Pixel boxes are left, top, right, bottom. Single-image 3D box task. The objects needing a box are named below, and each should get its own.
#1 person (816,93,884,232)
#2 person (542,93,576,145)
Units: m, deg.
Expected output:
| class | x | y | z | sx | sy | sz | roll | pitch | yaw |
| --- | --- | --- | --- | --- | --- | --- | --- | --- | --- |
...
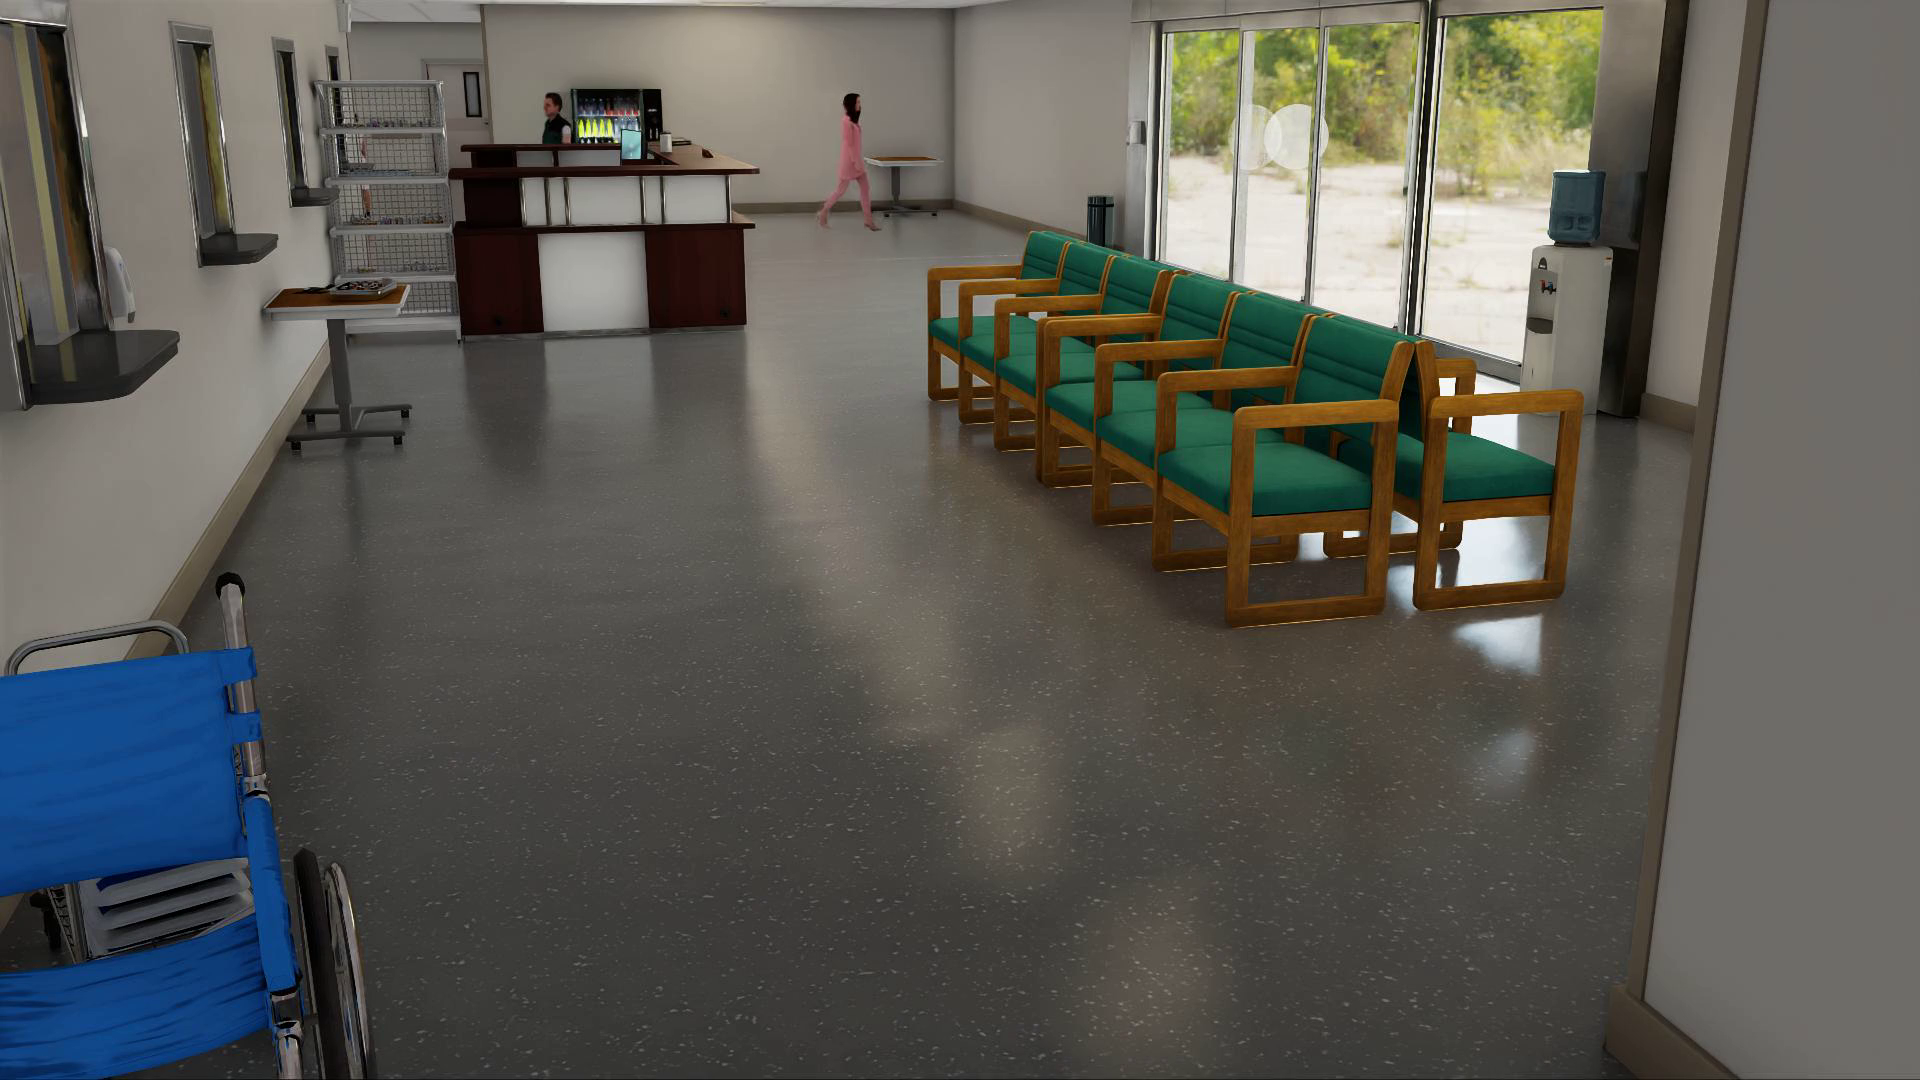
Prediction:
| class | x | y | z | sx | sy | sz | roll | pitch | yaw |
| --- | --- | --- | --- | --- | --- | --- | --- | --- | --- |
| person | -1.529 | -4.915 | 21.828 | 1.206 | 1.760 | 0.996 | 4 | 16 | 15 |
| person | -4.629 | -4.283 | 19.480 | 1.197 | 1.818 | 0.956 | -13 | 21 | -39 |
